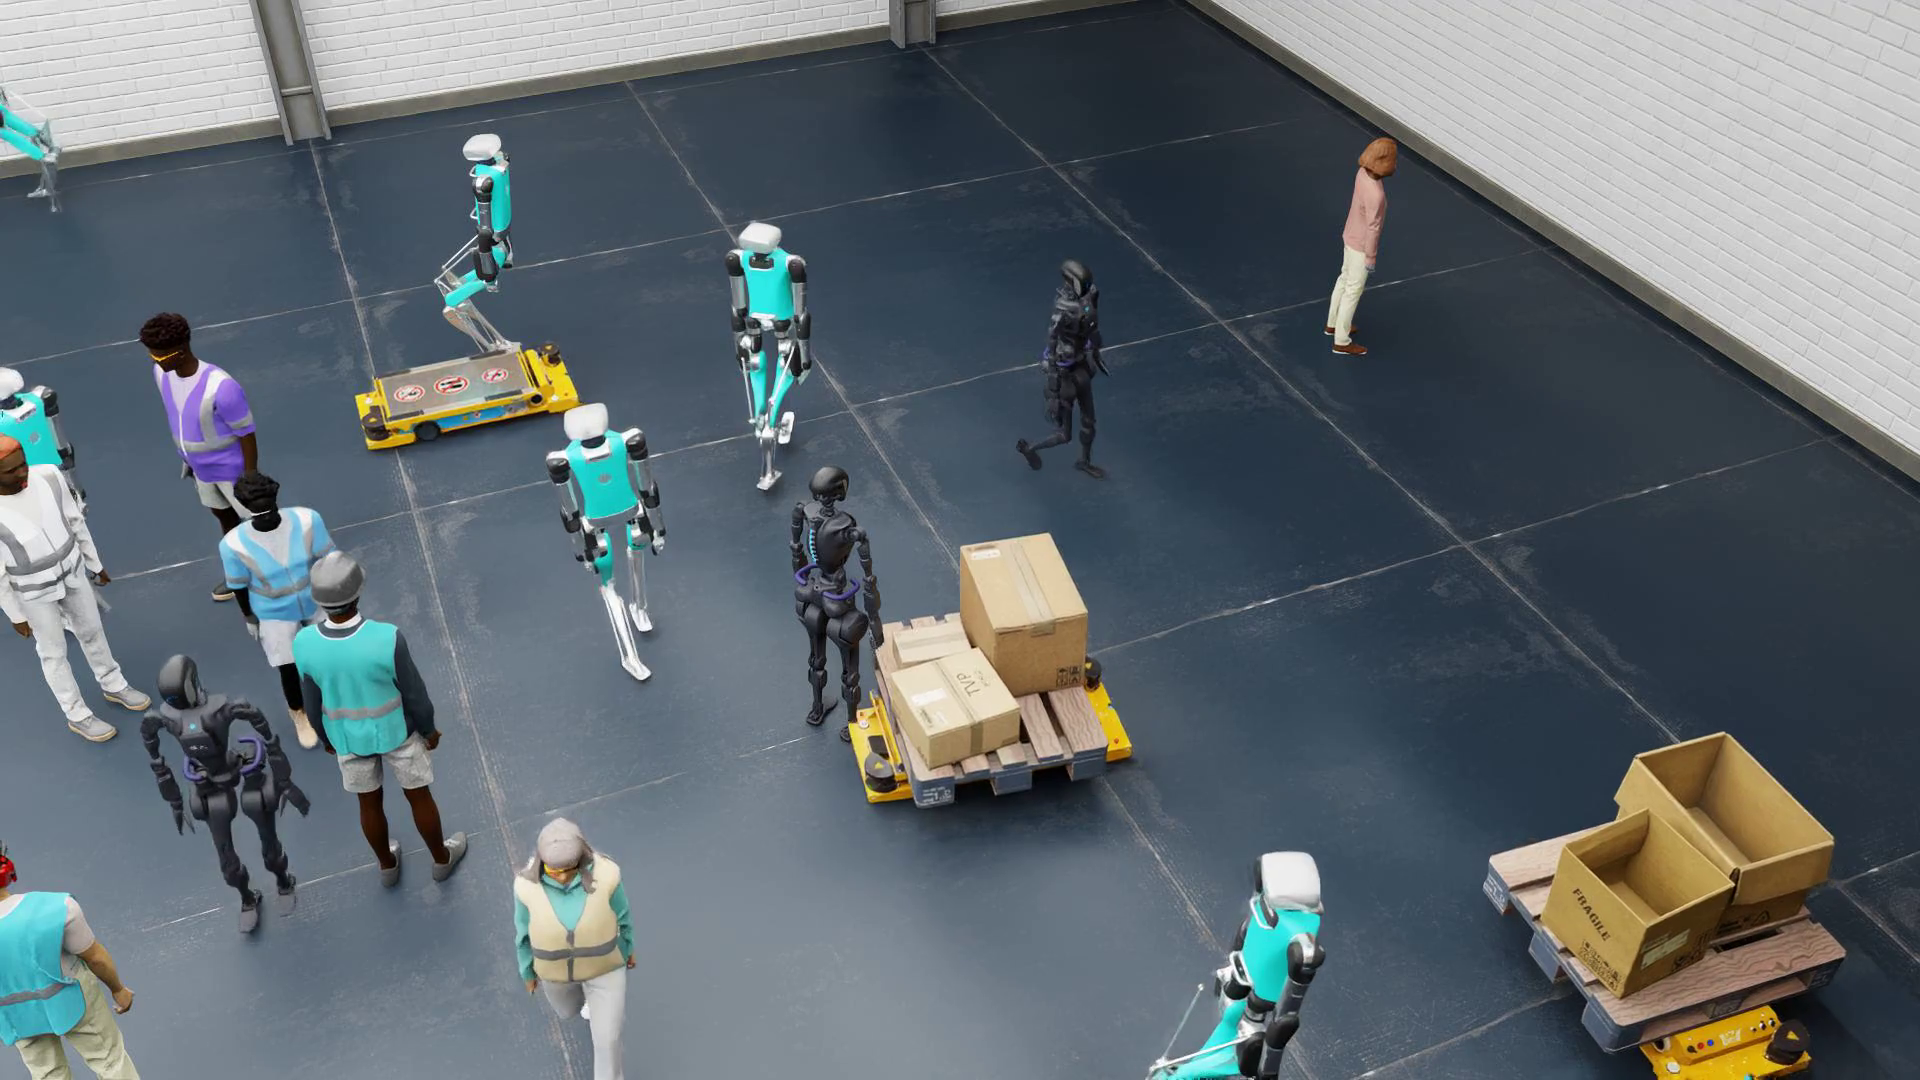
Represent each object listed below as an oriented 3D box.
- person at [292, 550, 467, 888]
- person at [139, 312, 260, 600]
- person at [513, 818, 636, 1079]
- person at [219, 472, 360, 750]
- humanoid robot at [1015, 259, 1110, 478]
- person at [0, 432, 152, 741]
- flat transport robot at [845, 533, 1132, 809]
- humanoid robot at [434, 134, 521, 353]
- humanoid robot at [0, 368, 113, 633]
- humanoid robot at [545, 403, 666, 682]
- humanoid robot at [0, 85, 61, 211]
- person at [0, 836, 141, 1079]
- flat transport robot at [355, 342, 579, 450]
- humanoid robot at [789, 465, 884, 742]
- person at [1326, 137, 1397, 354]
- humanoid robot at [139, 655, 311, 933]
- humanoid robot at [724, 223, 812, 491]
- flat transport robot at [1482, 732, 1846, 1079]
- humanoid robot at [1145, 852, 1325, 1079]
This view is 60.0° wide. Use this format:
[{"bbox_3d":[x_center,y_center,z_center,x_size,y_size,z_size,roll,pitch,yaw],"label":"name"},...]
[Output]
[{"bbox_3d":[-2.729,0.879,7.758,0.556,1.939,0.432,-3,38,-3],"label":"person"},{"bbox_3d":[-4.217,-0.437,9.457,0.606,1.958,0.380,17,41,21],"label":"person"},{"bbox_3d":[-1.576,1.701,6.901,0.469,1.680,0.798,-6,38,-7],"label":"person"},{"bbox_3d":[-3.445,0.354,8.644,0.550,1.690,0.388,-26,44,-29],"label":"person"},{"bbox_3d":[0.674,-1.093,10.555,0.545,1.640,0.617,27,45,31],"label":"humanoid robot"},{"bbox_3d":[-4.719,0.234,8.648,0.358,1.880,0.572,16,40,20],"label":"person"},{"bbox_3d":[0.144,1.012,8.956,1.431,0.231,0.659,-9,38,-11],"label":"flat transport robot"},{"bbox_3d":[-3.408,-2.010,11.575,0.735,1.677,0.533,2,38,2],"label":"humanoid robot"},{"bbox_3d":[-5.237,-0.163,9.312,0.667,1.840,0.541,12,39,15],"label":"humanoid robot"},{"bbox_3d":[-1.951,-0.089,9.203,0.584,1.773,0.889,-14,40,-18],"label":"humanoid robot"},{"bbox_3d":[-7.781,-3.527,13.702,0.780,1.823,0.530,-12,39,-15],"label":"humanoid robot"},{"bbox_3d":[-3.604,1.846,6.577,0.565,1.846,0.390,-10,39,-13],"label":"person"},{"bbox_3d":[-3.442,-1.010,11.588,1.431,0.231,0.659,-14,40,-18],"label":"flat transport robot"},{"bbox_3d":[-0.666,0.316,8.695,0.599,1.657,0.315,26,44,29],"label":"humanoid robot"},{"bbox_3d":[2.881,-2.113,11.909,0.273,1.627,0.498,-1,38,-1],"label":"person"},{"bbox_3d":[-3.335,1.142,7.642,0.608,1.646,0.333,-8,38,-10],"label":"humanoid robot"},{"bbox_3d":[-1.243,-1.098,10.499,0.556,1.731,1.023,10,39,13],"label":"humanoid robot"},{"bbox_3d":[3.217,1.927,7.765,0.659,0.231,1.431,-12,39,-15],"label":"flat transport robot"},{"bbox_3d":[0.946,1.934,6.589,1.028,1.759,0.538,-5,38,-7],"label":"humanoid robot"}]
